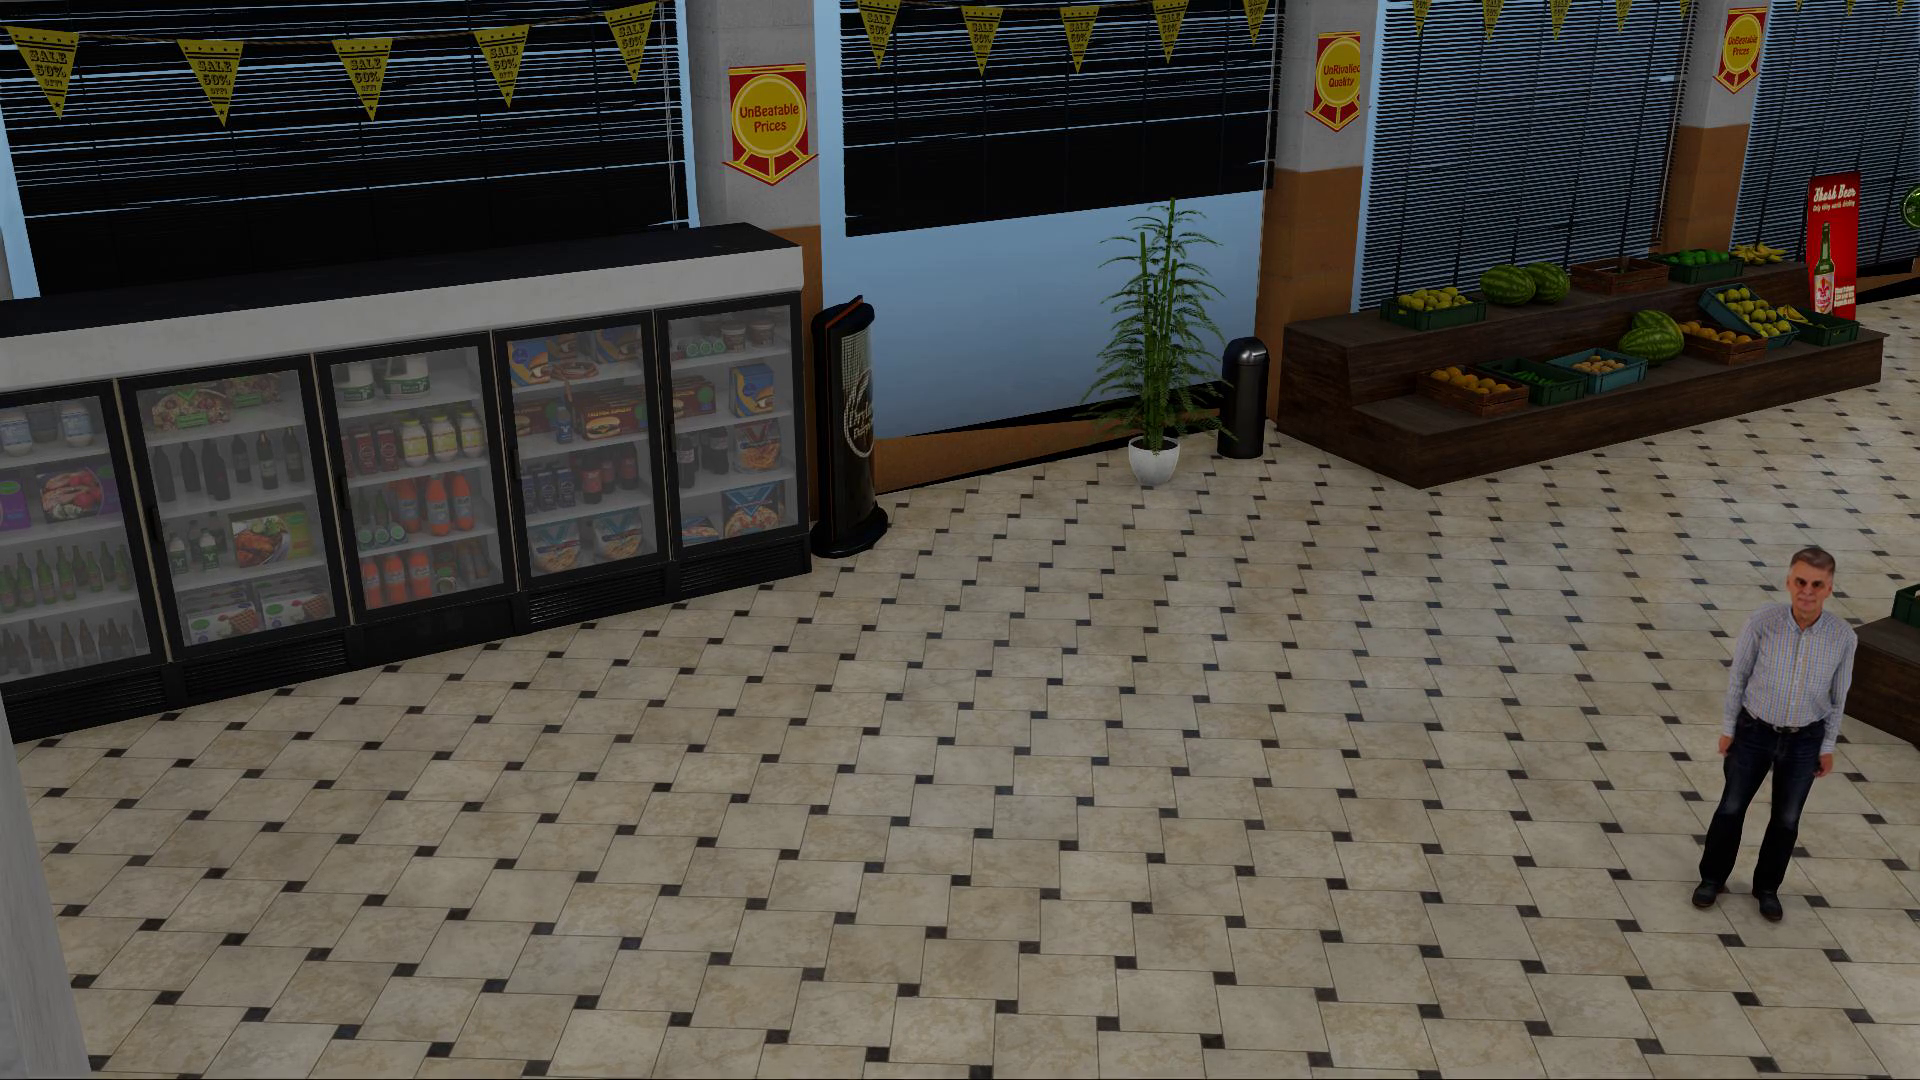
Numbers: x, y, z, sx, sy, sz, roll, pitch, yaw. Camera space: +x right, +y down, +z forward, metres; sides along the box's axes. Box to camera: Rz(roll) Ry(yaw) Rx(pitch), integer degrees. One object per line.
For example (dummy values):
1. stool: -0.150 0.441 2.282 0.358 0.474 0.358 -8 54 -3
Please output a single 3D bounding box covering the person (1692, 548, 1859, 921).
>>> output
1. person: 3.730 0.870 7.579 0.741 1.820 0.766 10 24 23
